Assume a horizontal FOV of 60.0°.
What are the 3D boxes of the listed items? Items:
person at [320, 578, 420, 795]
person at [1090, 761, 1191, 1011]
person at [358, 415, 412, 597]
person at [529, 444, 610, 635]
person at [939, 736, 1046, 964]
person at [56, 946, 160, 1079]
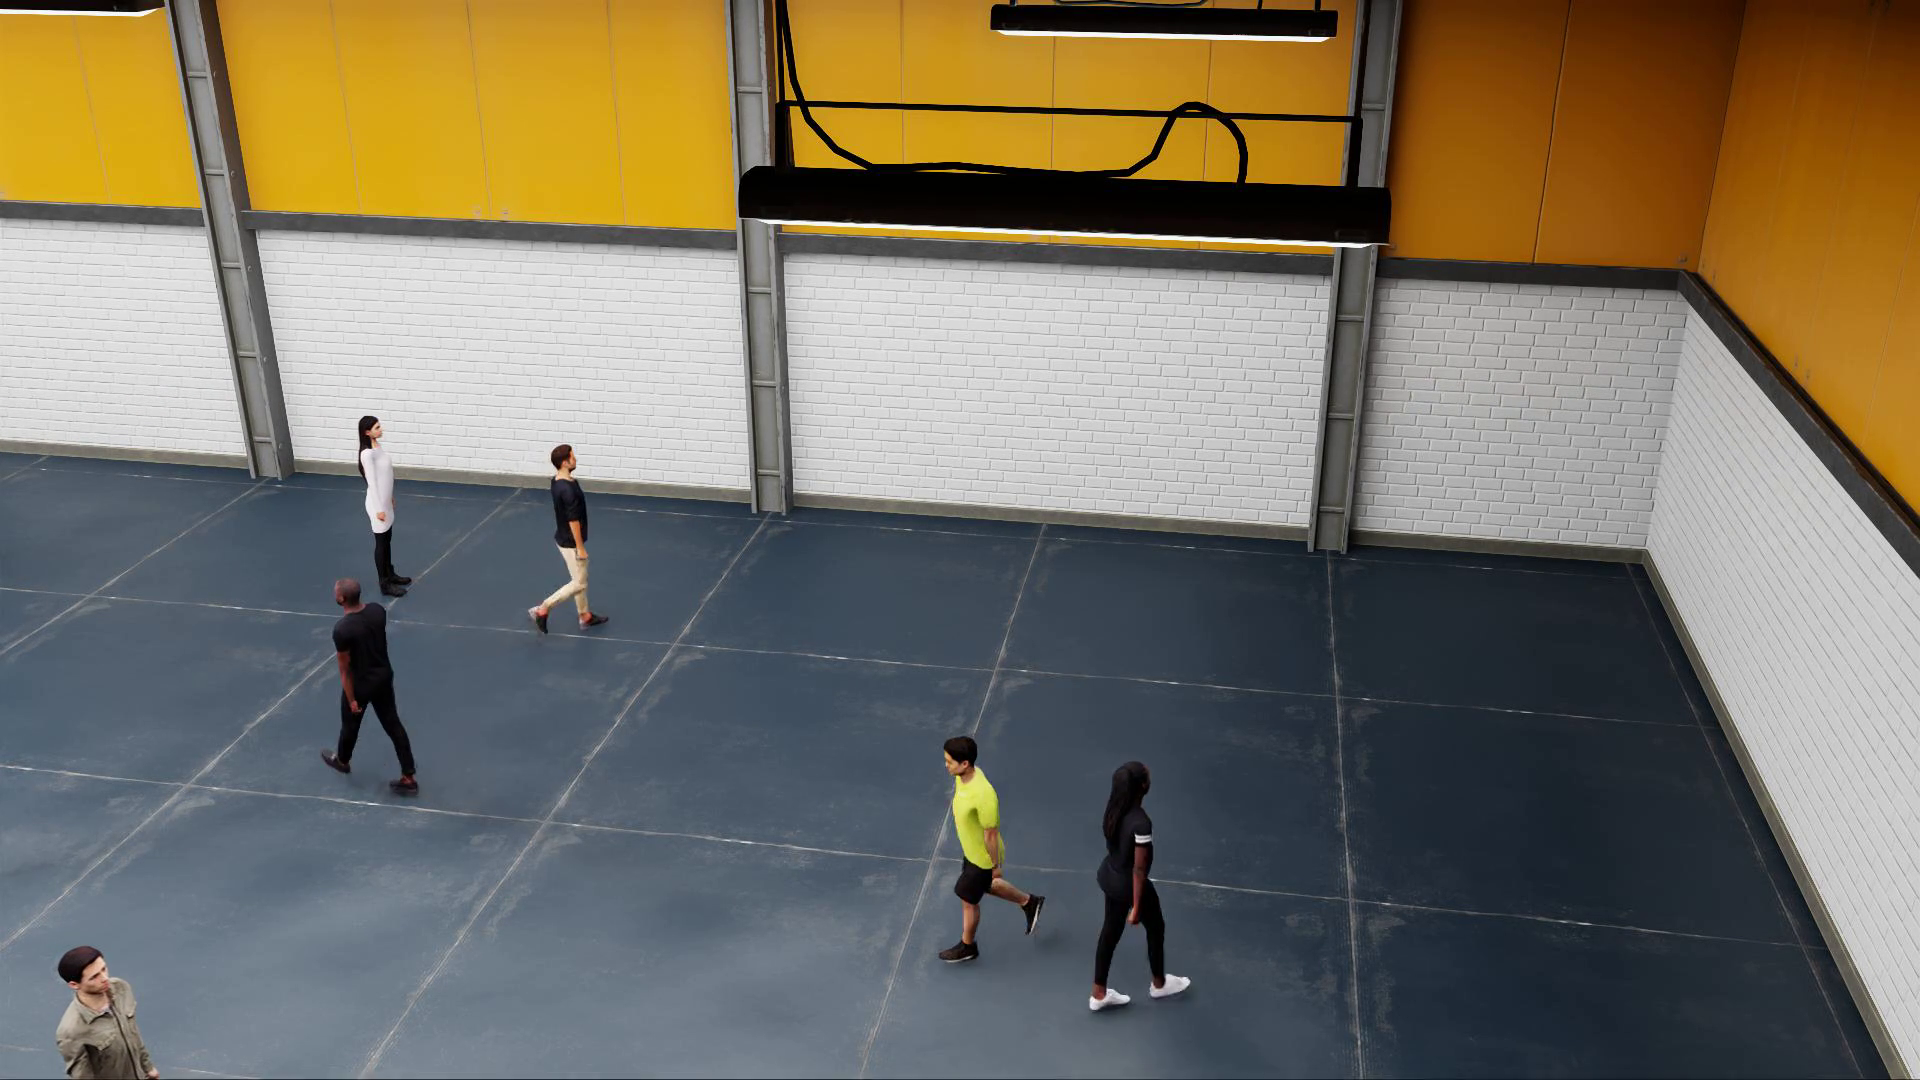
[{"bbox_3d":[-4.446,1.148,12.724,1.259,1.775,0.959,14,27,28],"label":"person"},{"bbox_3d":[0.968,2.195,10.407,1.044,1.712,0.931,-10,25,-21],"label":"person"},{"bbox_3d":[-5.618,-0.347,16.103,0.620,1.808,0.663,-2,24,-6],"label":"person"},{"bbox_3d":[-3.632,0.034,15.186,1.085,1.845,0.954,-10,26,-22],"label":"person"},{"bbox_3d":[0.226,2.009,10.890,1.119,1.666,0.935,-8,25,-17],"label":"person"},{"bbox_3d":[-4.393,2.889,8.631,0.571,1.864,0.709,3,24,6],"label":"person"}]
